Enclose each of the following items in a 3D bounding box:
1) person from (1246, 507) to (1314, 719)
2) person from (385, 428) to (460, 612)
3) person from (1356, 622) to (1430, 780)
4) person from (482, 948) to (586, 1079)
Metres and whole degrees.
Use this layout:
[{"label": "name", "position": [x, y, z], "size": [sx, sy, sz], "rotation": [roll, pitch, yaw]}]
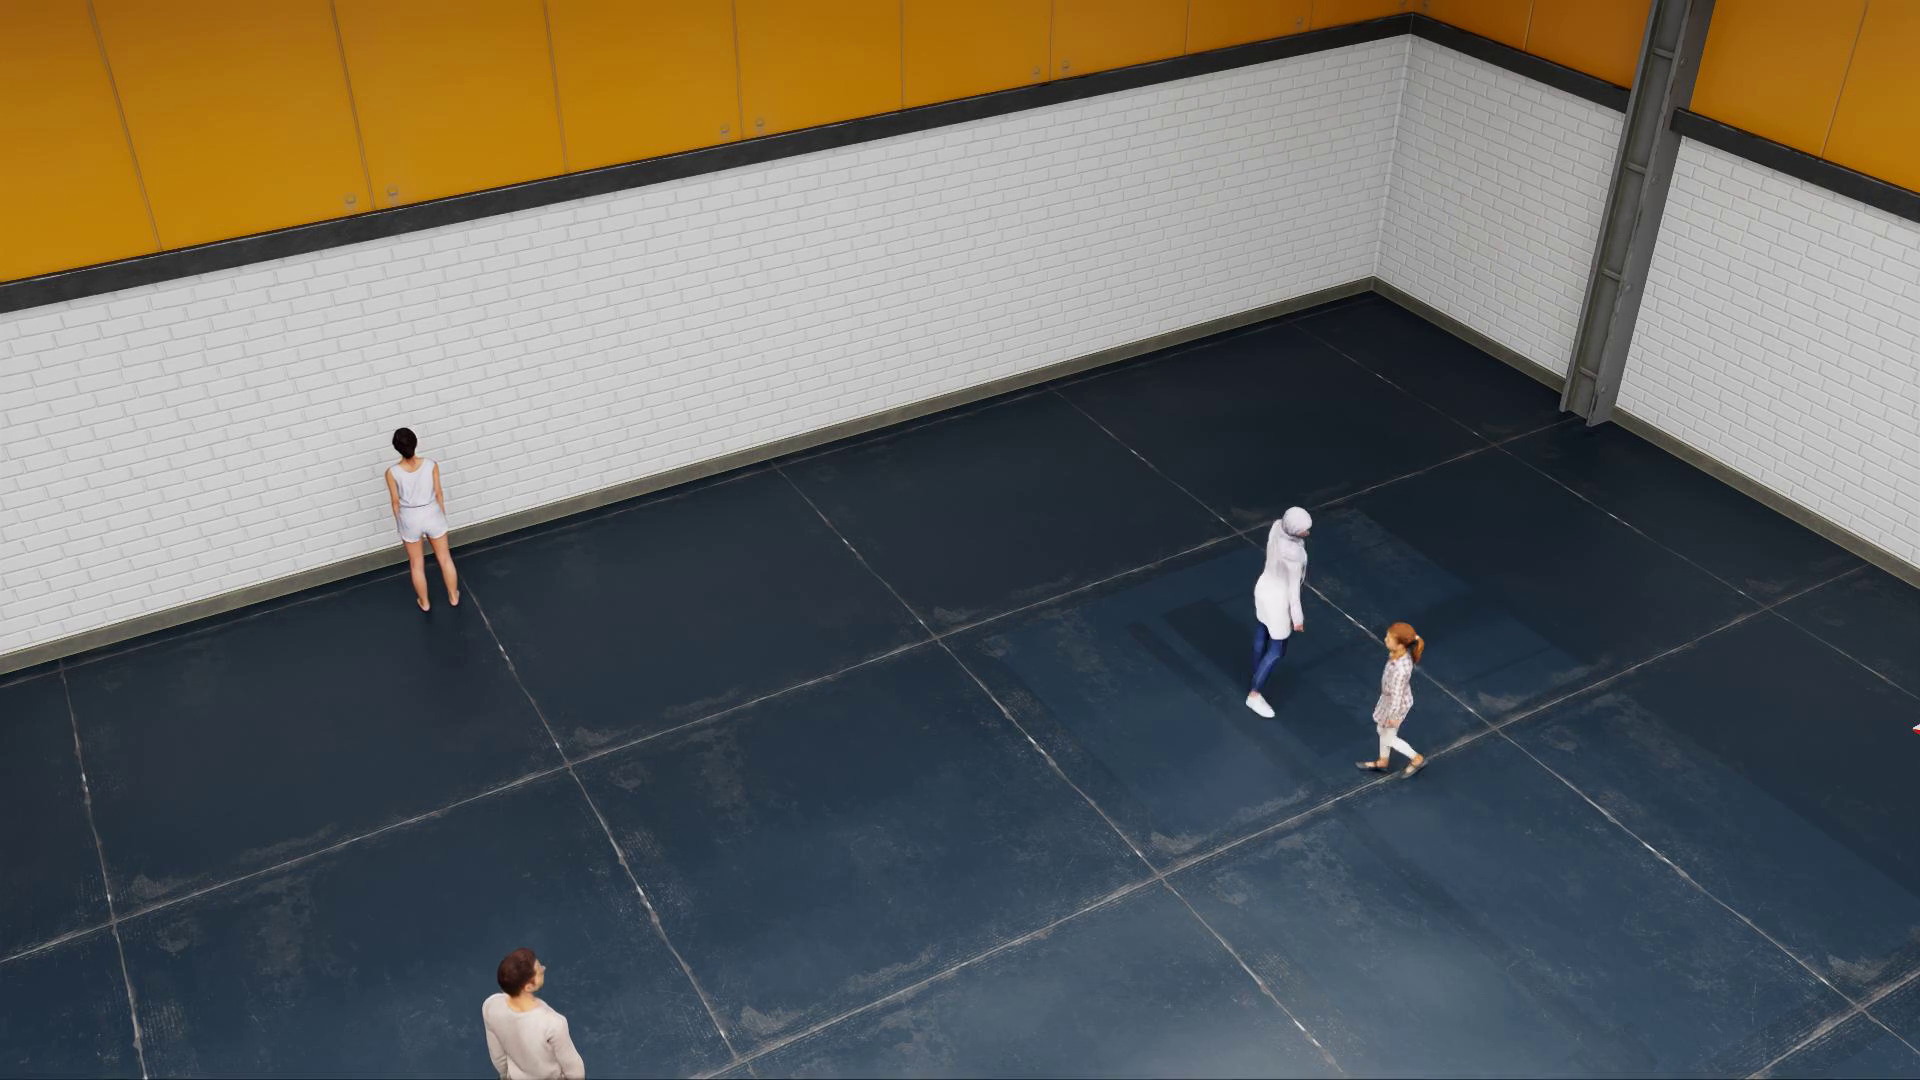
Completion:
[{"label": "person", "position": [2.251, 0.416, 12.021], "size": [0.862, 1.749, 0.653], "rotation": [-16, 37, -22]}, {"label": "person", "position": [-4.219, -0.160, 13.011], "size": [0.559, 1.612, 0.516], "rotation": [-16, 37, -22]}, {"label": "person", "position": [3.031, 1.122, 11.368], "size": [0.817, 1.296, 0.765], "rotation": [10, 35, 14]}, {"label": "person", "position": [-2.112, 2.765, 8.382], "size": [0.723, 1.865, 0.797], "rotation": [10, 35, 15]}]
